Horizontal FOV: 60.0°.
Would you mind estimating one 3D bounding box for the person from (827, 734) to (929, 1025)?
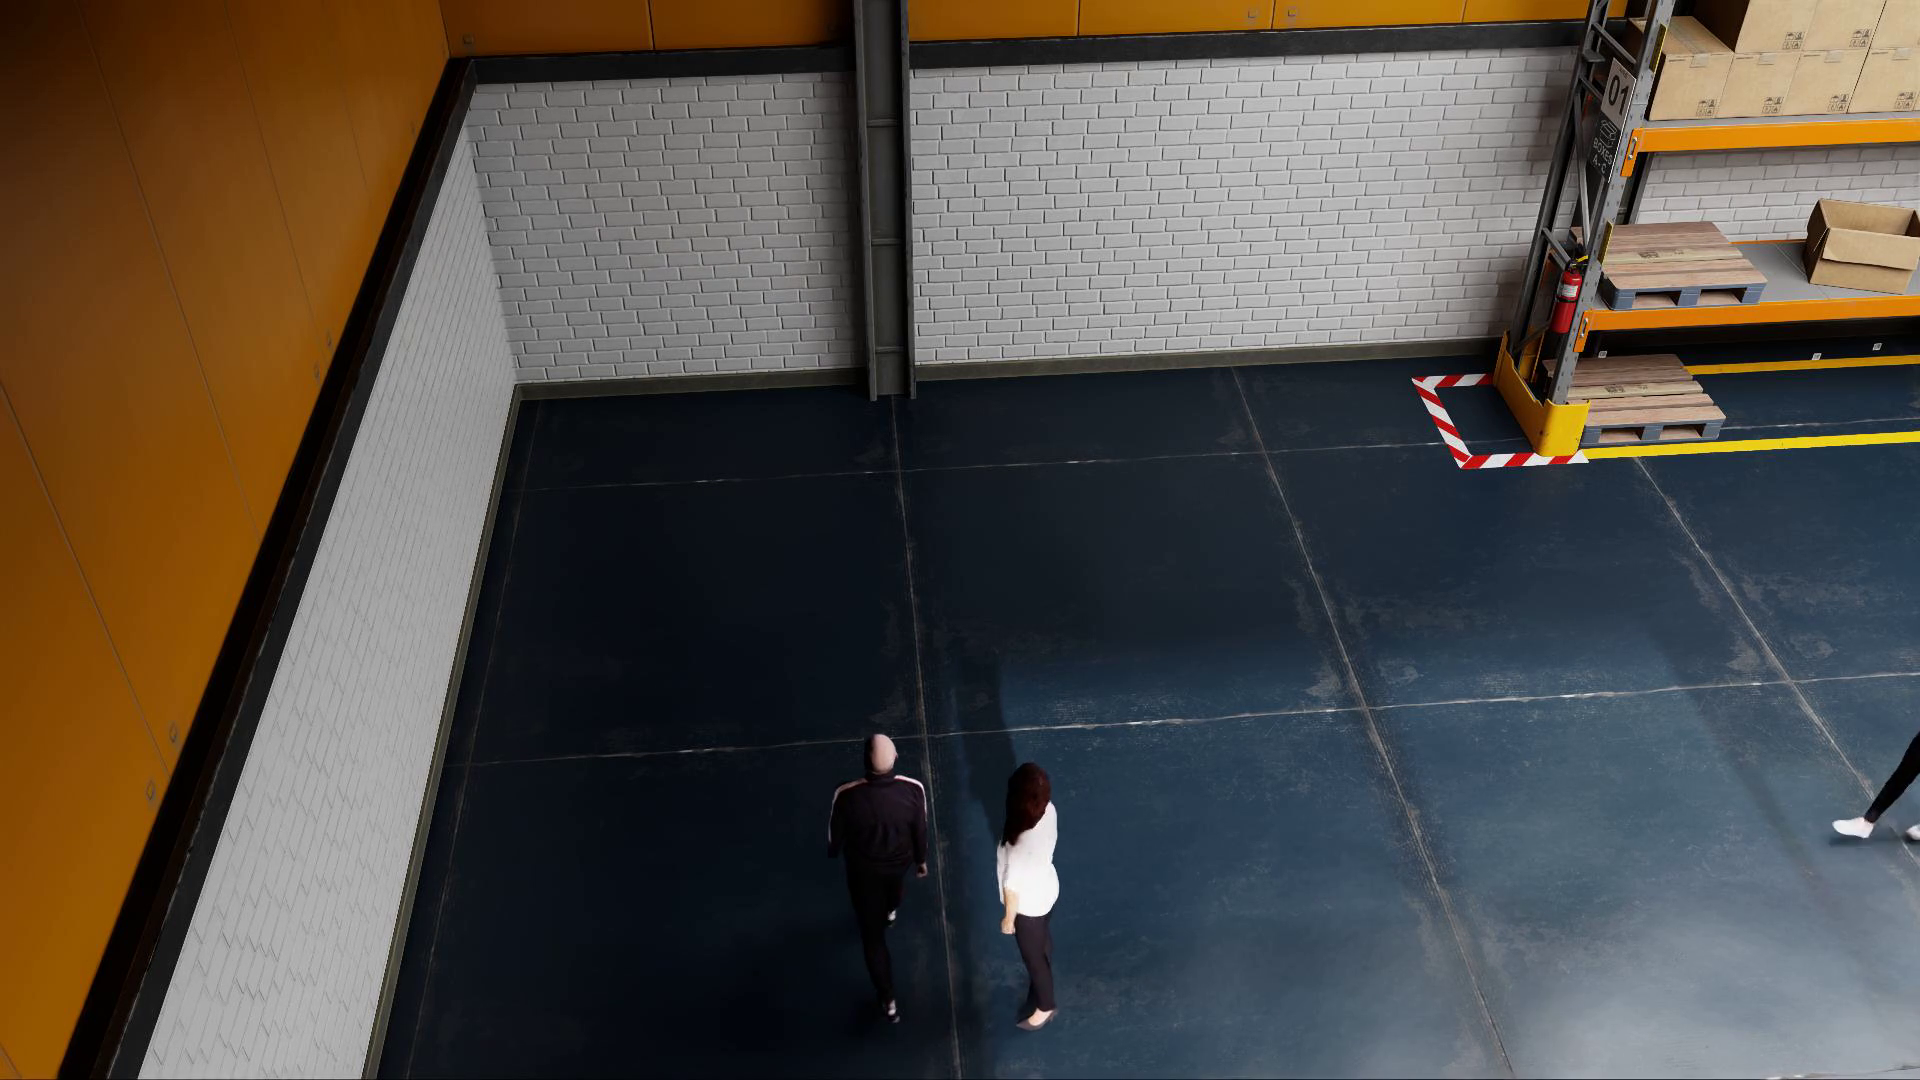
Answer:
[{"bbox_3d":[-0.419,1.836,8.989,1.199,1.789,0.864,-9,39,-11],"label":"person"}]

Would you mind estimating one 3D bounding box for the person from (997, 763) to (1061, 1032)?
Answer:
[{"bbox_3d":[0.412,1.929,8.888,0.781,1.770,0.760,5,39,6],"label":"person"}]
